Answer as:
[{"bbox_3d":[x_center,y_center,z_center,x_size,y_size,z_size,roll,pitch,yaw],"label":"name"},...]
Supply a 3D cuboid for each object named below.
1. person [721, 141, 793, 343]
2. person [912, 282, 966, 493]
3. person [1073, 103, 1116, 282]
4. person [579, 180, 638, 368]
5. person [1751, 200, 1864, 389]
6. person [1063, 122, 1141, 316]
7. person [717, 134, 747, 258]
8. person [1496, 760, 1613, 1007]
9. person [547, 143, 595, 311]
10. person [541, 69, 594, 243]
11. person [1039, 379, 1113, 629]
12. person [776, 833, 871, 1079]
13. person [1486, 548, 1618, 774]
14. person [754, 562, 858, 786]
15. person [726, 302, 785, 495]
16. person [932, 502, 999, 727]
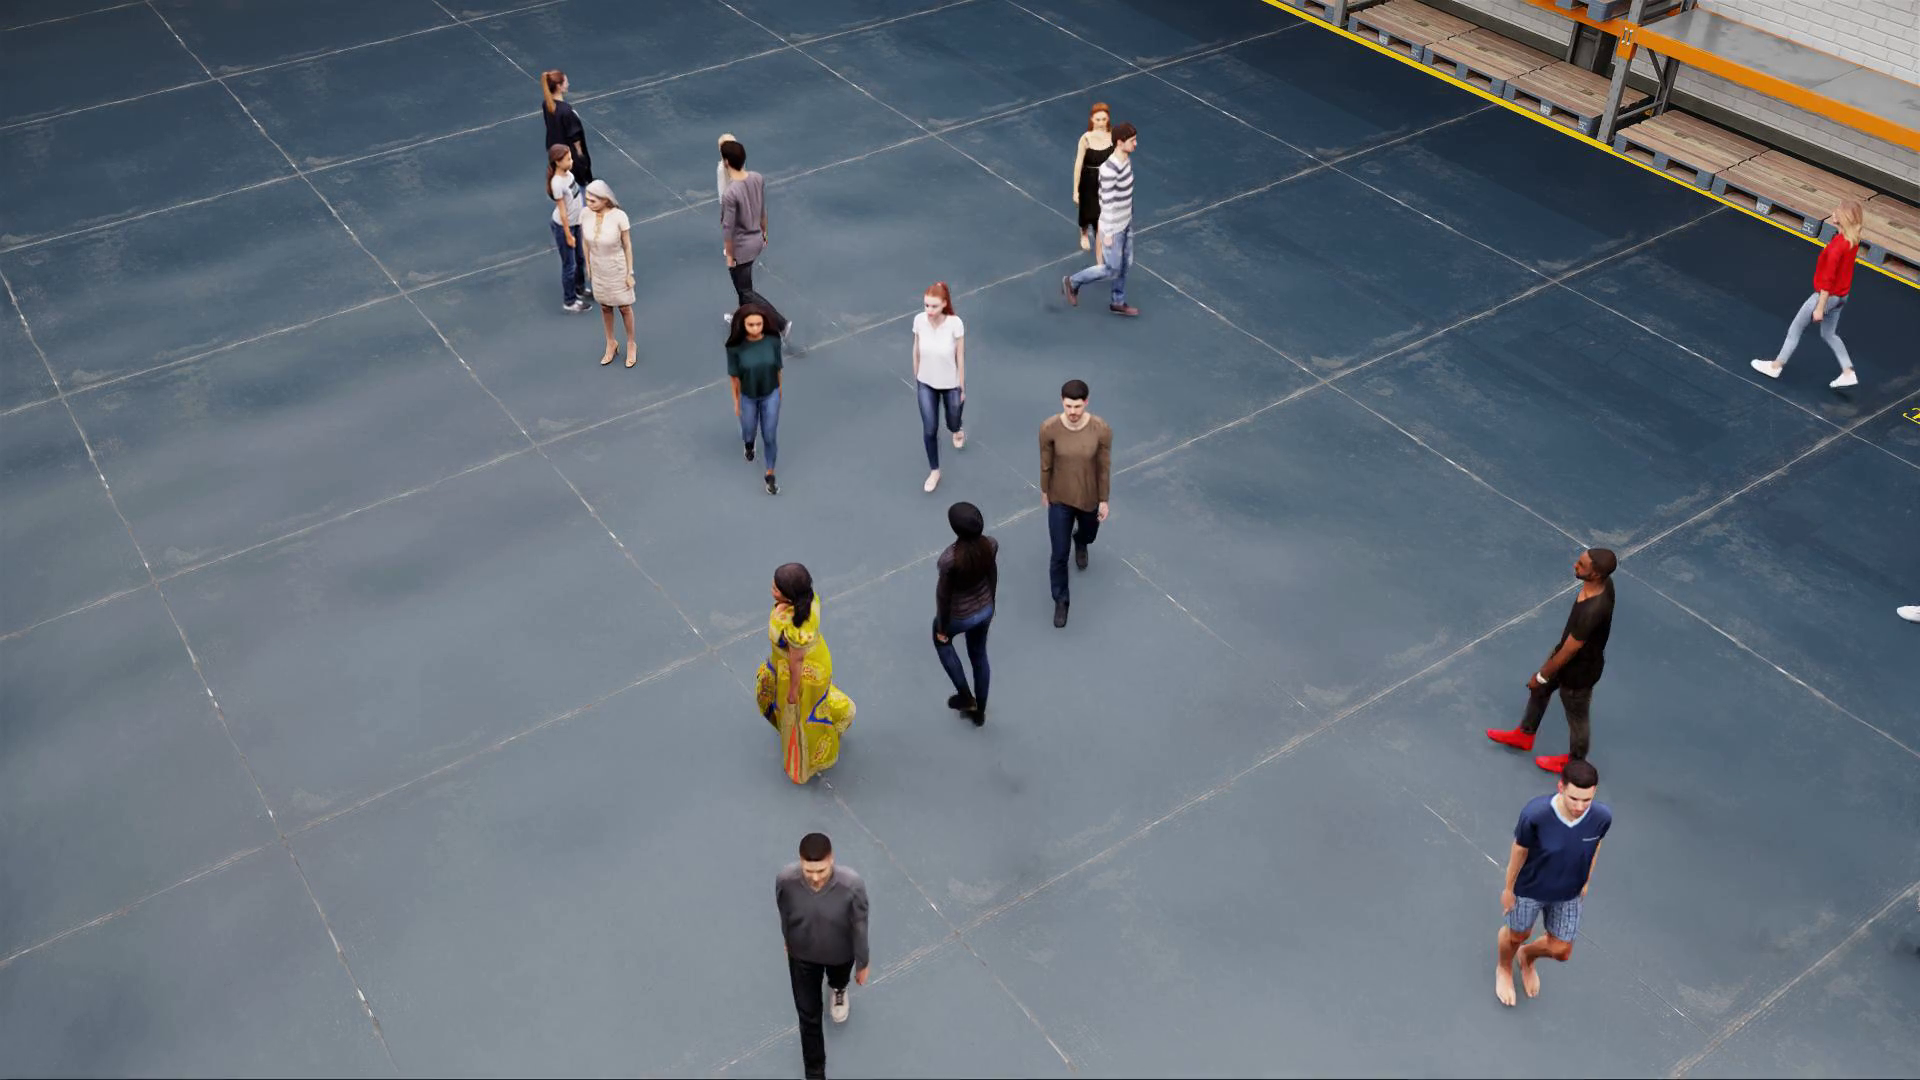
[{"bbox_3d":[-1.778,-2.509,14.282,1.188,1.817,0.978,20,43,23],"label":"person"},{"bbox_3d":[-0.121,-1.230,12.756,0.947,1.723,0.984,9,39,11],"label":"person"},{"bbox_3d":[1.251,-3.308,15.469,0.946,1.584,1.168,-3,39,-4],"label":"person"},{"bbox_3d":[-2.946,-2.256,14.030,0.681,1.737,0.753,9,39,11],"label":"person"},{"bbox_3d":[7.214,-1.964,13.716,1.110,1.673,0.761,32,48,33],"label":"person"},{"bbox_3d":[1.277,-2.789,14.621,1.050,1.832,0.910,17,42,20],"label":"person"},{"bbox_3d":[-2.071,-3.188,15.574,0.693,1.266,0.596,28,46,30],"label":"person"},{"bbox_3d":[3.125,1.772,8.908,0.754,1.835,0.802,2,39,3],"label":"person"},{"bbox_3d":[-3.508,-2.817,14.874,0.685,1.561,0.623,5,39,7],"label":"person"},{"bbox_3d":[-3.746,-3.655,15.820,0.569,1.689,0.734,30,48,32],"label":"person"},{"bbox_3d":[0.812,-0.350,11.546,1.077,1.859,1.231,1,39,1],"label":"person"},{"bbox_3d":[-0.696,2.056,8.651,1.043,1.711,1.232,-1,39,-1],"label":"person"},{"bbox_3d":[3.869,0.799,10.168,0.988,1.783,0.896,12,40,15],"label":"person"},{"bbox_3d":[-0.896,0.788,10.291,0.990,1.646,0.964,-6,39,-8],"label":"person"},{"bbox_3d":[-1.553,-1.144,12.744,0.743,1.604,0.905,-11,40,-13],"label":"person"},{"bbox_3d":[0.095,0.529,10.542,0.638,1.737,0.603,-23,44,-26],"label":"person"}]
